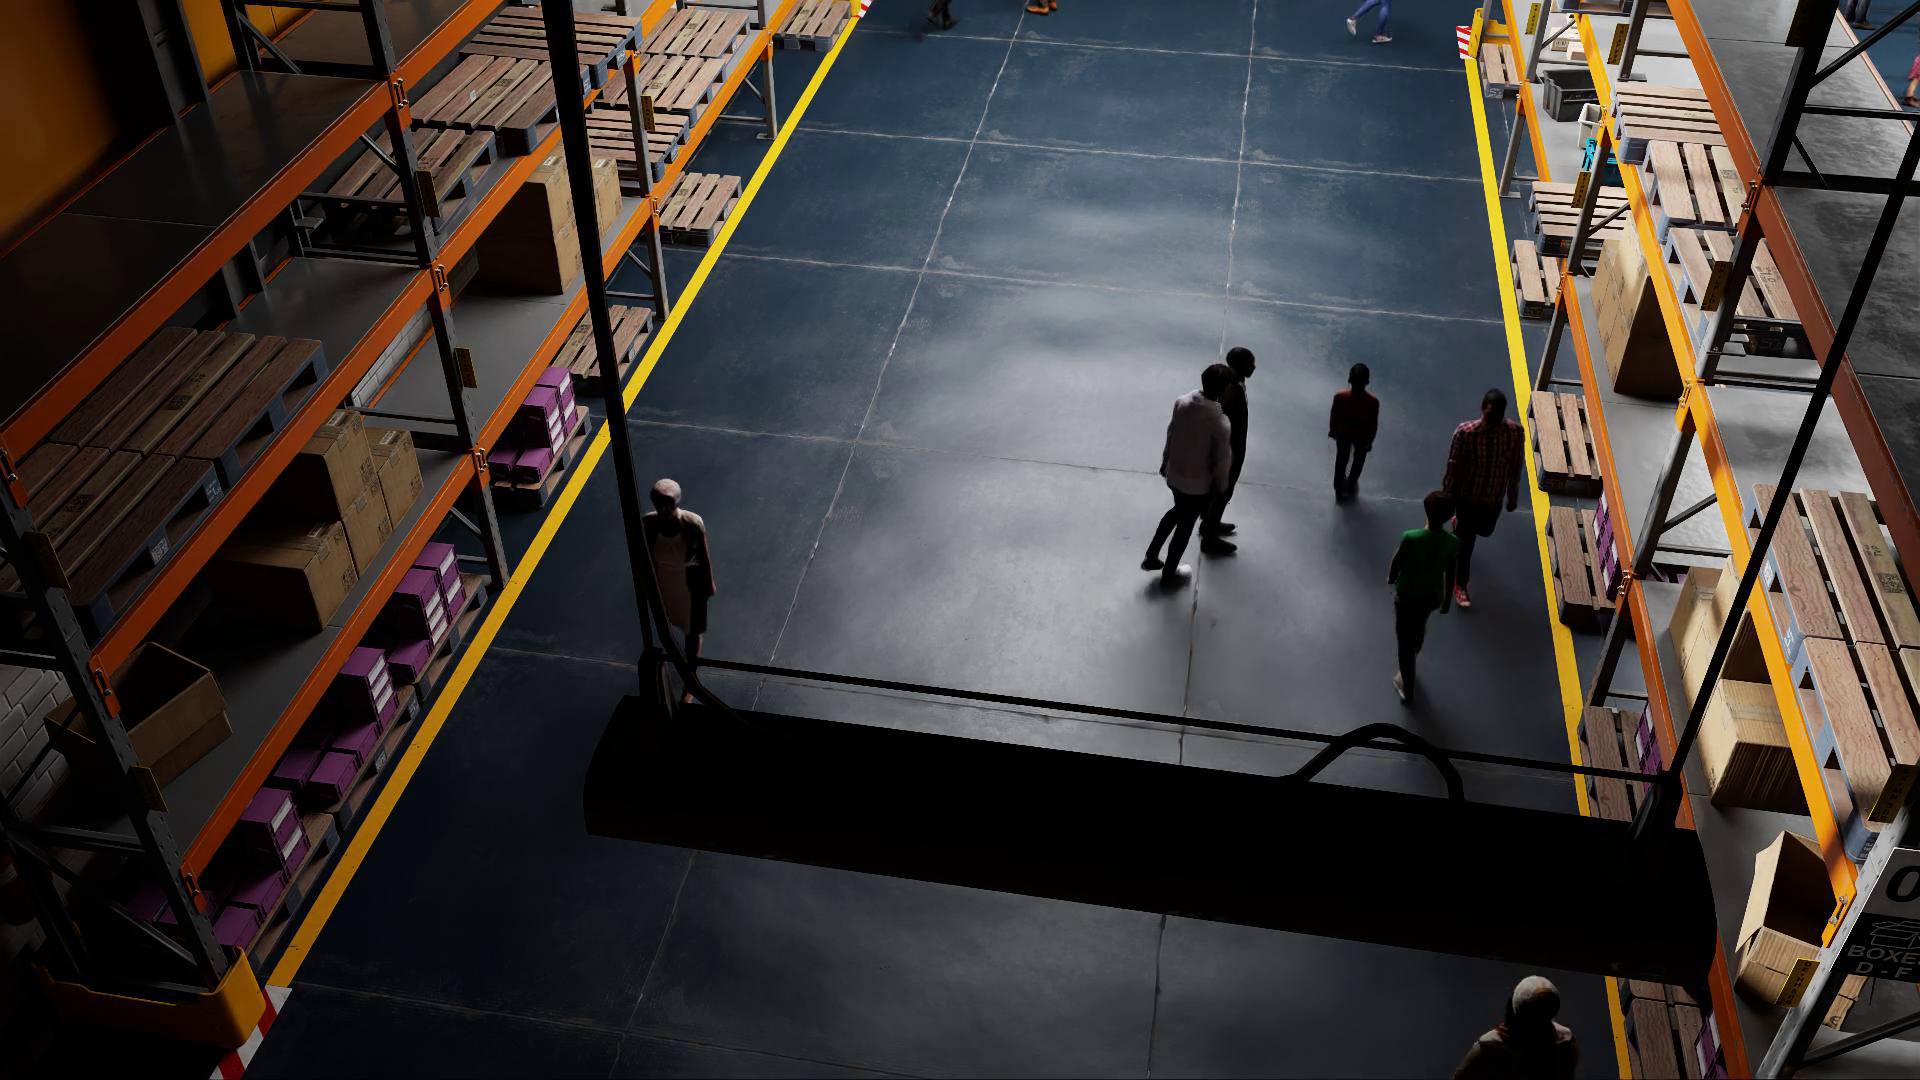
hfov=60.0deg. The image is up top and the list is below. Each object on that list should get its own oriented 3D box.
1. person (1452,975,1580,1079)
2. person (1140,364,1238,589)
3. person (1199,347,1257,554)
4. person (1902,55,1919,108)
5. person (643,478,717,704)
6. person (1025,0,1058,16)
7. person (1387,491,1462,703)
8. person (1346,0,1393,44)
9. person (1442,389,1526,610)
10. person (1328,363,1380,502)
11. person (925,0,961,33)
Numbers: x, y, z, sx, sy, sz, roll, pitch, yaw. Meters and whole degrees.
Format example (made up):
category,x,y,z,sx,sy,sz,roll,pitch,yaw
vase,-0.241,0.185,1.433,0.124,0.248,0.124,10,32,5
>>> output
category,x,y,z,sx,sy,sz,roll,pitch,yaw
person,2.683,2.864,8.105,0.843,1.885,0.865,-9,40,-12
person,1.645,-0.439,12.229,0.910,1.899,0.970,30,47,32
person,2.015,-0.694,12.629,0.748,1.799,0.546,0,39,1
person,11.220,-5.566,19.353,0.546,1.021,0.460,22,43,25
person,-1.916,0.259,11.501,0.627,1.719,1.003,5,39,7
person,1.094,-7.726,21.362,0.870,1.889,0.768,30,48,32
person,3.149,0.436,11.347,0.656,1.633,0.816,-1,39,-1
person,5.184,-7.002,20.614,0.904,1.691,0.894,-11,40,-13
person,3.834,-0.404,12.315,0.867,1.738,1.131,-4,39,-4
person,3.108,-0.827,13.237,0.577,1.249,0.581,14,41,16
person,-0.232,-7.272,20.804,1.067,1.876,0.985,-30,48,-32
